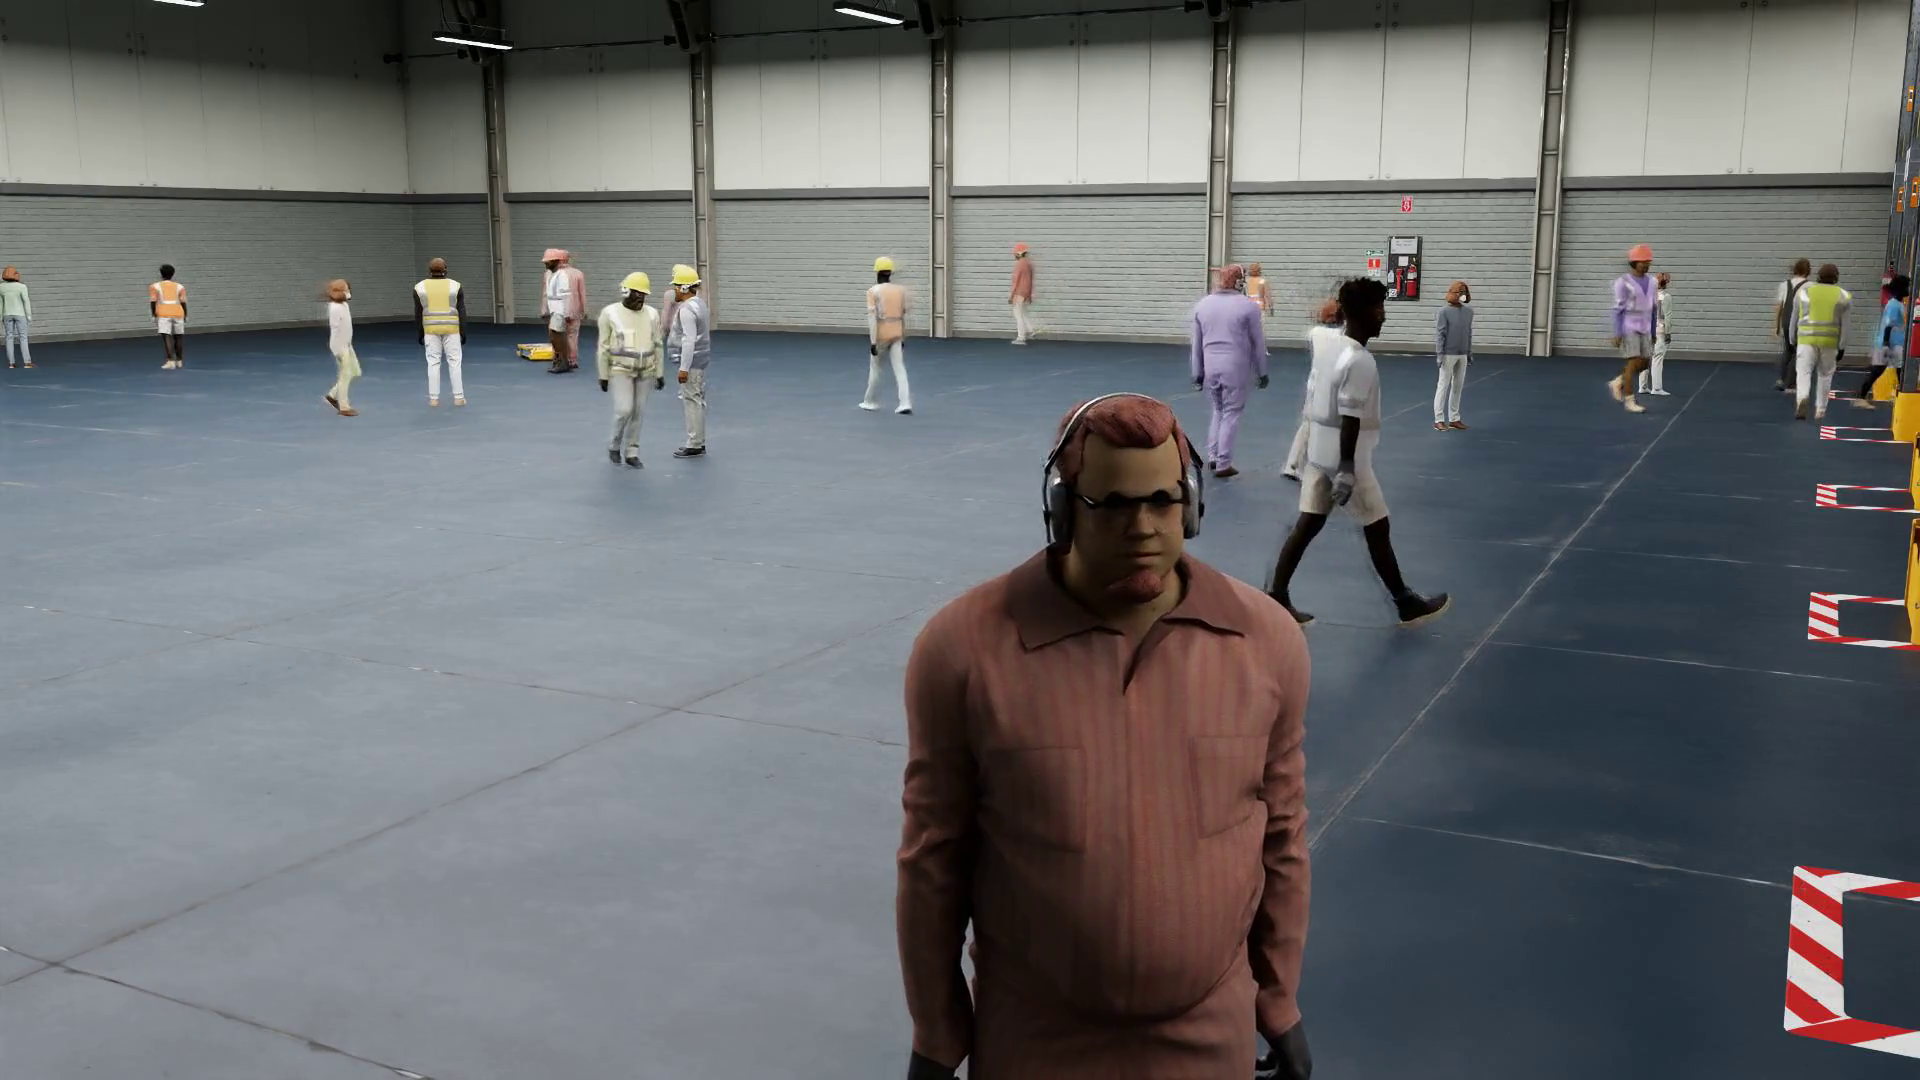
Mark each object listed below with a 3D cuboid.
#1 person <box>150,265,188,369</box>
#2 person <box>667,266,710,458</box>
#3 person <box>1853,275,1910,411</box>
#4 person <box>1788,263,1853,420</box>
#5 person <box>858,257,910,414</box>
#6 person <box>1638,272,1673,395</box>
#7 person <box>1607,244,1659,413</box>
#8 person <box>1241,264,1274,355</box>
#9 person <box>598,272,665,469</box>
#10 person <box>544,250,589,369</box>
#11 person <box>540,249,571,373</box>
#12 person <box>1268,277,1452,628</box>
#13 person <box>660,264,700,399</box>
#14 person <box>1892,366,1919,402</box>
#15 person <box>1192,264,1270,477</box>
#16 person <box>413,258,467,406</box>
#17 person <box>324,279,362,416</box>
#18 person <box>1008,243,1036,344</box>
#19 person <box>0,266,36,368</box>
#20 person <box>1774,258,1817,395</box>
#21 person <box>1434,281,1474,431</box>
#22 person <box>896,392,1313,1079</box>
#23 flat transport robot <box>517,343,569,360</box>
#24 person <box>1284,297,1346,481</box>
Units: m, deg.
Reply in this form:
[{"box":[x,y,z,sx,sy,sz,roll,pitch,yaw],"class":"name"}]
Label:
[{"box":[-12.642,-3.568,26.642,0.550,1.661,0.611,-8,13,-37],"class":"person"},{"box":[-2.608,-1.705,16.000,0.404,1.833,0.592,0,10,2],"class":"person"},{"box":[11.260,-2.350,20.012,0.861,1.647,0.544,7,12,33],"class":"person"},{"box":[9.895,-2.276,19.171,0.631,1.816,0.796,5,12,26],"class":"person"},{"box":[-0.878,-2.455,20.002,0.601,1.876,1.020,-7,13,-34],"class":"person"},{"box":[9.305,-2.749,22.226,0.307,1.638,0.518,-3,11,-18],"class":"person"},{"box":[8.130,-2.555,20.113,0.622,2.022,0.635,-4,11,-21],"class":"person"},{"box":[5.236,-4.065,29.487,0.607,1.618,0.319,5,12,25],"class":"person"},{"box":[-2.990,-1.537,15.175,0.597,1.800,0.422,-8,13,-36],"class":"person"},{"box":[-6.278,-3.666,26.522,0.673,1.893,0.554,-1,10,-5],"class":"person"},{"box":[-6.278,-3.518,25.645,0.599,1.916,0.557,-7,12,-33],"class":"person"},{"box":[2.129,-0.452,8.961,1.044,1.905,0.626,-1,10,-8],"class":"person"},{"box":[-3.695,-2.717,21.761,0.537,1.744,0.703,-10,15,-44],"class":"person"},{"box":[12.130,-2.532,20.524,1.017,1.833,0.586,5,12,27],"class":"person"},{"box":[2.429,-1.502,14.790,0.637,1.875,0.642,9,14,40],"class":"person"},{"box":[-6.494,-2.597,20.841,0.625,1.844,0.429,-2,11,-12],"class":"person"},{"box":[-7.287,-2.260,19.609,0.396,1.617,0.518,-1,10,-3],"class":"person"},{"box":[1.162,-4.810,32.526,0.428,1.978,0.614,5,11,24],"class":"person"},{"box":[-15.231,-3.588,26.810,0.499,1.633,0.286,-1,10,-7],"class":"person"},{"box":[11.211,-2.853,22.285,0.493,1.828,0.504,-6,12,-30],"class":"person"},{"box":[5.421,-2.014,18.227,0.508,1.632,0.270,-5,12,-27],"class":"person"},{"box":[0.233,0.726,2.544,0.655,1.904,0.407,-2,11,-8],"class":"person"},{"box":[-7.238,-3.278,28.839,0.652,0.197,1.431,-5,11,-24],"class":"flat transport robot"},{"box":[3.184,-1.301,14.430,0.852,1.600,0.511,-8,13,-36],"class":"person"}]
